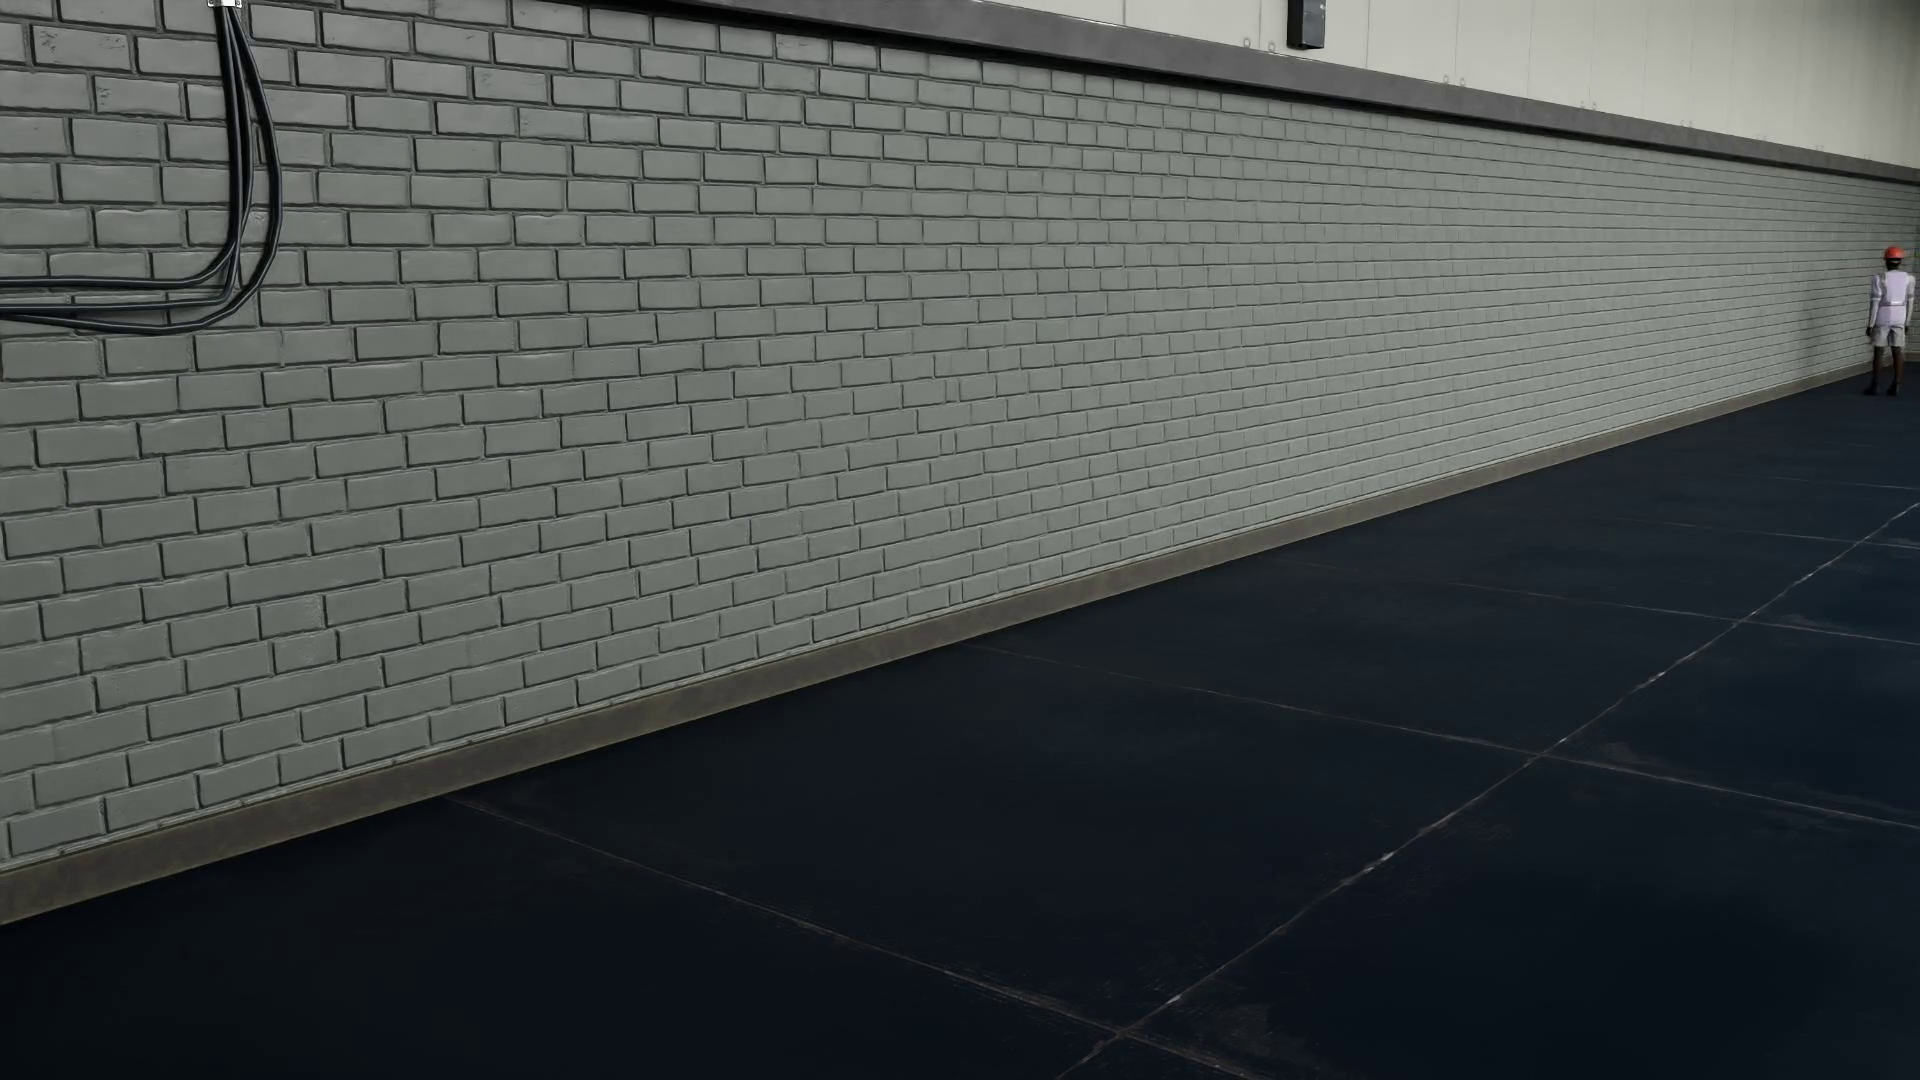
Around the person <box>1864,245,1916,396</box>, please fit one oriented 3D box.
[{"bbox_3d":[12.062,-2.852,21.607,0.552,1.935,0.372,1,10,3],"label":"person"}]
